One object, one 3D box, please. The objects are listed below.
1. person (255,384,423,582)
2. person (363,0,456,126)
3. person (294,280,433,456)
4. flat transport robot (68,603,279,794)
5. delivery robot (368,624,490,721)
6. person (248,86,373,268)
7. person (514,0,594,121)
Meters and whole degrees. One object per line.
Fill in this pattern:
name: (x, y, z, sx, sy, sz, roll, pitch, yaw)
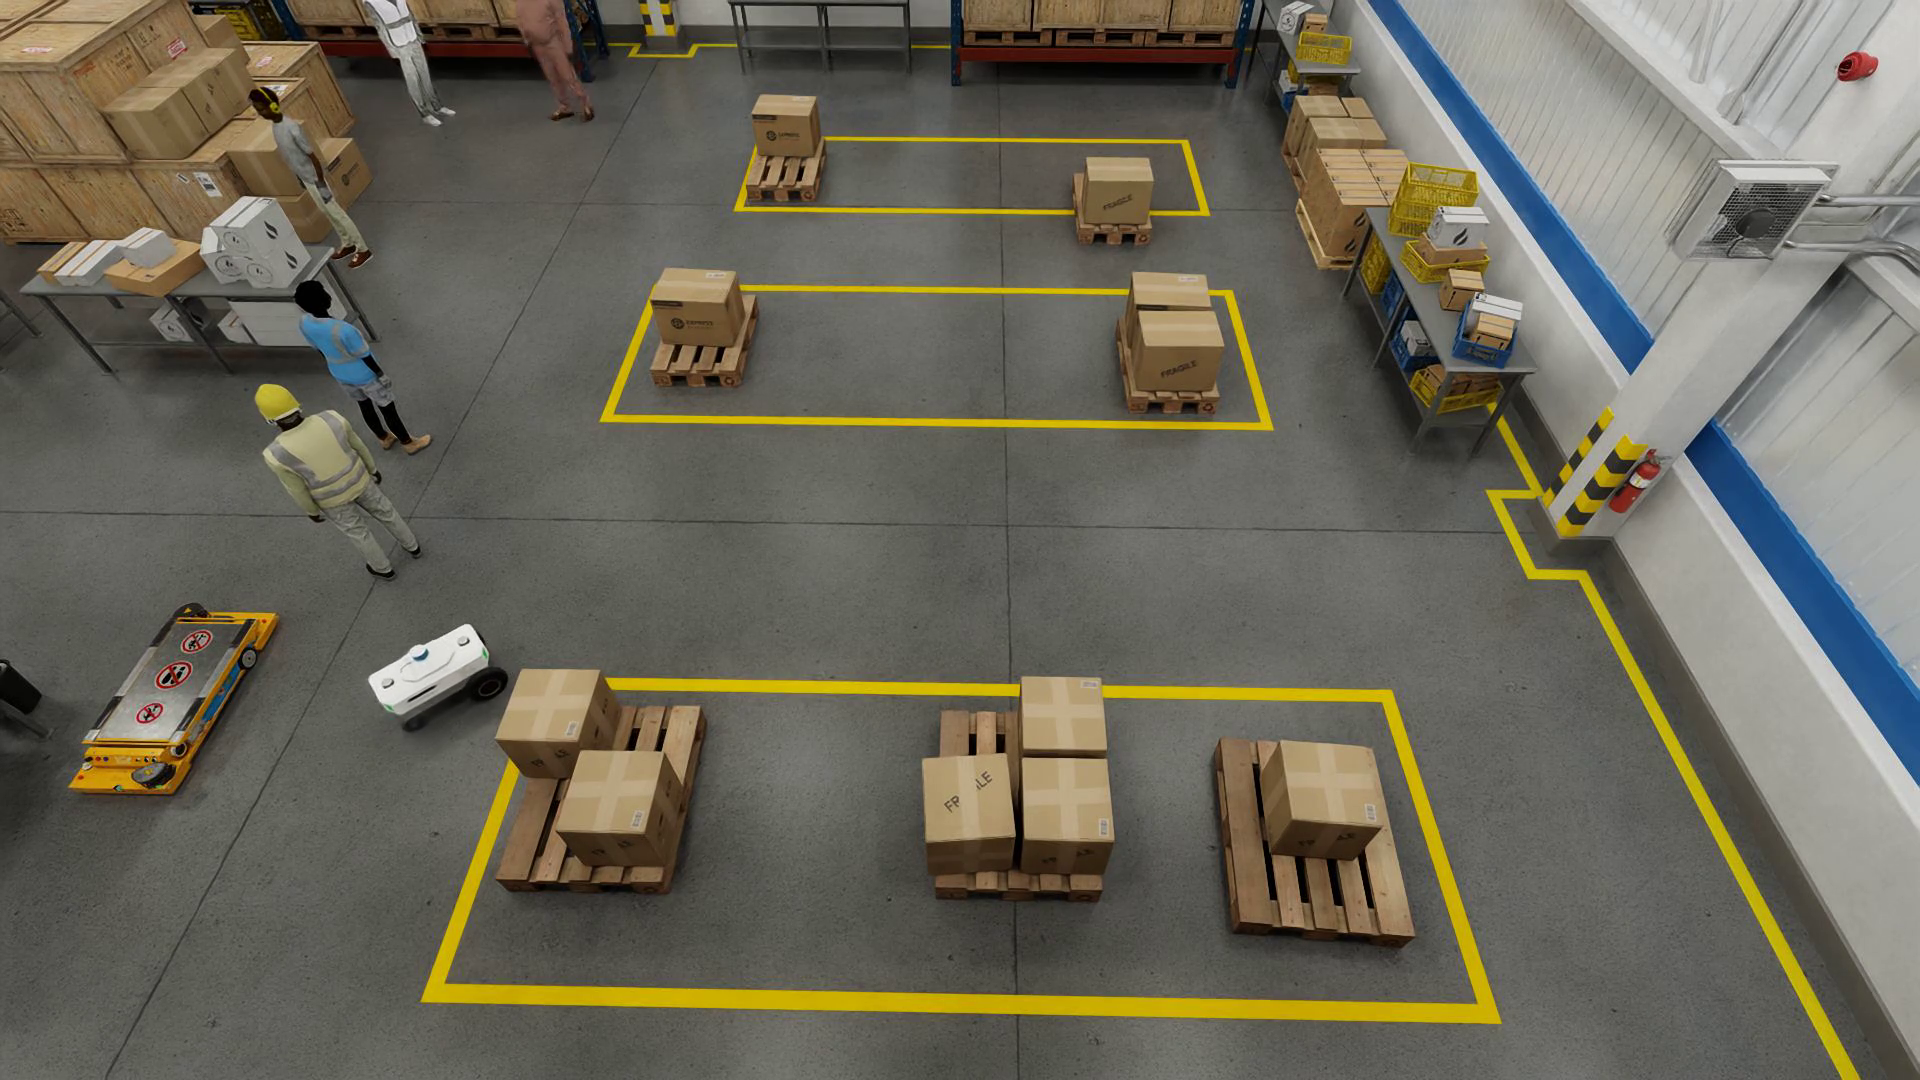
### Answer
person: (-4.524, -0.400, 6.671, 0.403, 1.833, 0.586, 25, 54, 19)
person: (-7.026, -6.279, 11.599, 0.391, 1.910, 0.582, 16, 52, 13)
person: (-4.984, -1.396, 7.602, 0.540, 1.696, 0.316, 14, 51, 11)
flat transport robot: (-5.504, 1.072, 6.442, 0.652, 0.197, 1.431, 1, 50, 1)
delivery robot: (-3.651, 0.901, 6.338, 0.707, 0.478, 0.477, -34, 58, -26)
person: (-6.701, -3.714, 9.453, 0.546, 1.868, 0.331, 27, 55, 21)
person: (-5.209, -6.297, 11.636, 0.698, 1.883, 0.441, 13, 51, 11)
